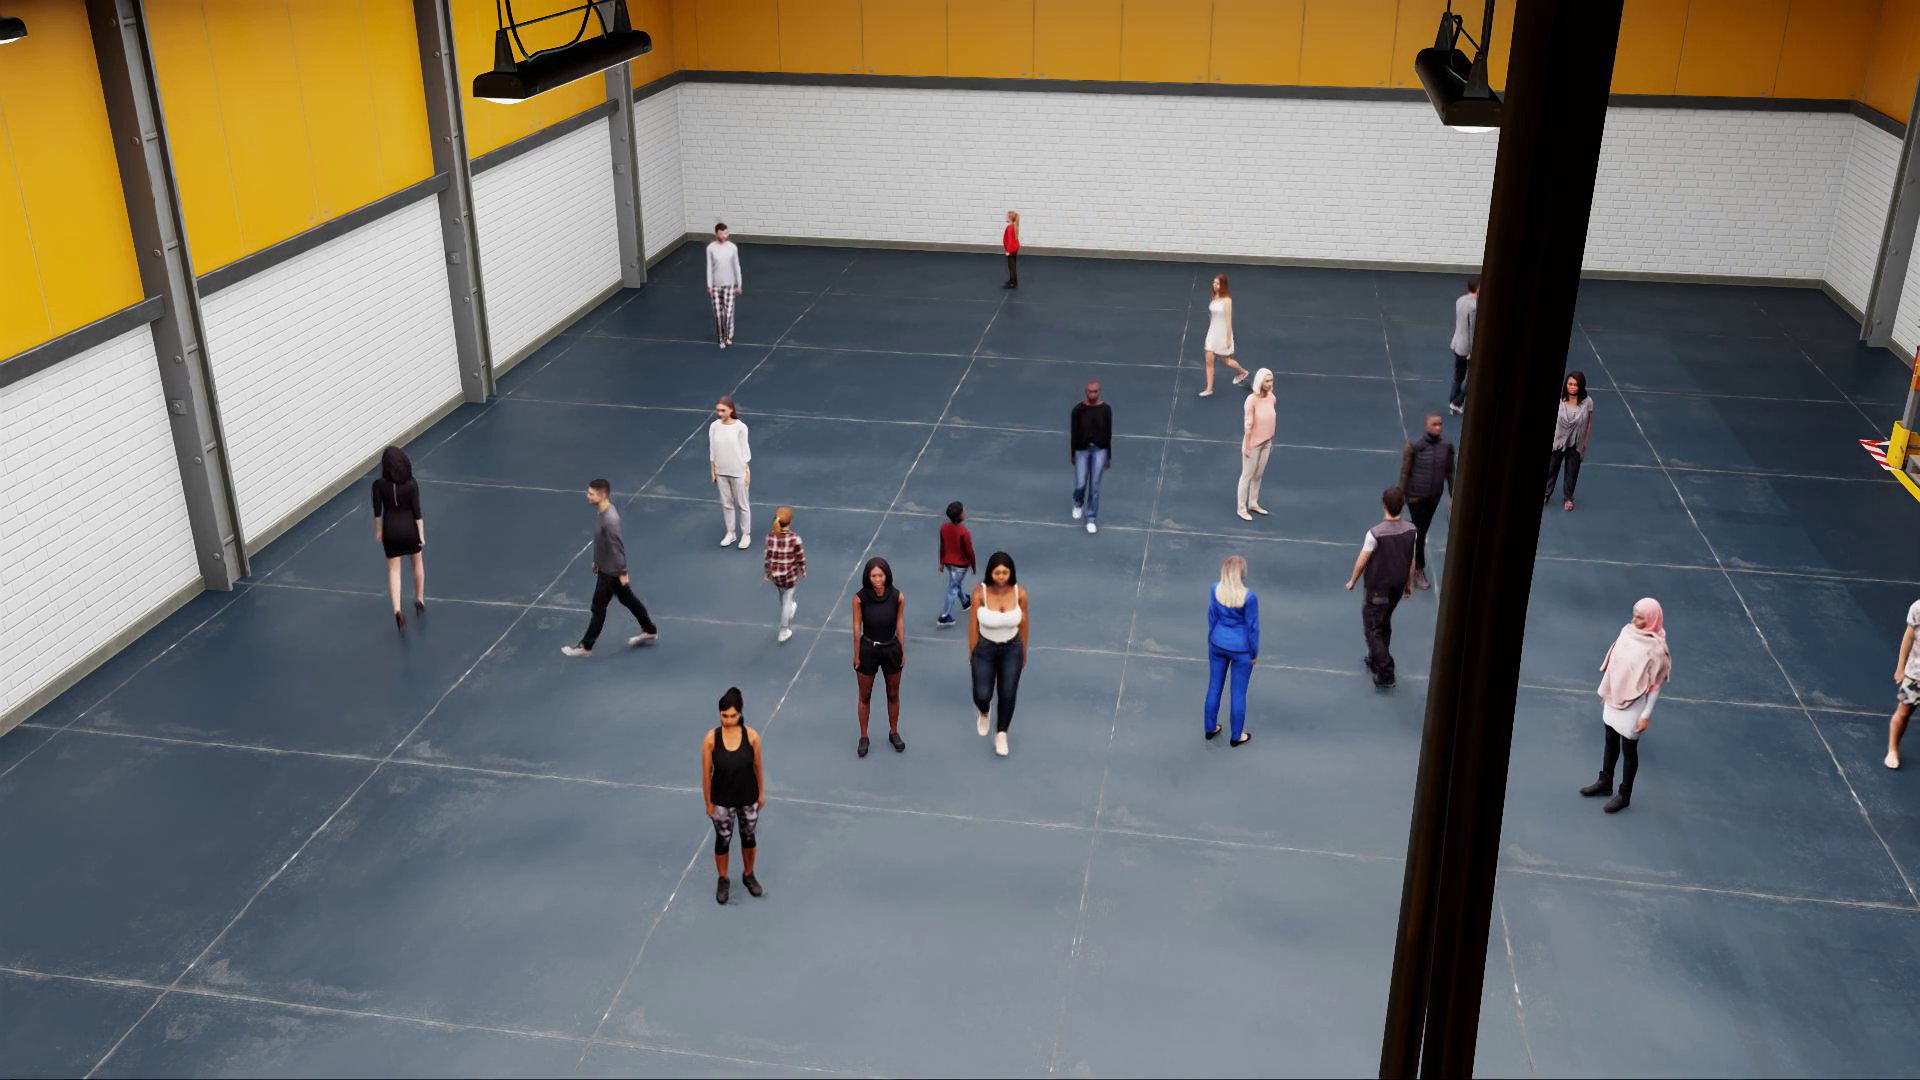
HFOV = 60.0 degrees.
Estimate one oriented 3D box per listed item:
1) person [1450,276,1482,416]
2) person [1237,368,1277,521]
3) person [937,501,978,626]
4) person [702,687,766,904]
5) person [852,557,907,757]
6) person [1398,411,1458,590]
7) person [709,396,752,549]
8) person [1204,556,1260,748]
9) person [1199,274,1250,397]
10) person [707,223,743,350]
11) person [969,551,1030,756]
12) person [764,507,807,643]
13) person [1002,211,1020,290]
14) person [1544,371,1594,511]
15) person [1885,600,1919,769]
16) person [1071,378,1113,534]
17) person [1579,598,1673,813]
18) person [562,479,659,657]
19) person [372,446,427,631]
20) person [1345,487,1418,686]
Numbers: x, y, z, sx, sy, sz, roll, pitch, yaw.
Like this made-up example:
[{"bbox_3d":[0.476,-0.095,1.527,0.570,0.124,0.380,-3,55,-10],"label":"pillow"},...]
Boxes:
[{"bbox_3d":[6.478,-2.485,21.493,0.871,1.860,0.764,-6,24,-14],"label":"person"},{"bbox_3d":[3.302,-1.087,18.463,0.663,1.725,0.732,-17,29,-34],"label":"person"},{"bbox_3d":[-0.073,0.244,16.037,0.785,1.229,0.947,19,30,37],"label":"person"},{"bbox_3d":[-1.613,1.814,11.901,0.660,1.665,0.658,-7,25,-17],"label":"person"},{"bbox_3d":[-0.669,0.953,13.776,0.663,1.741,0.649,-6,24,-12],"label":"person"},{"bbox_3d":[4.695,-0.471,16.948,0.938,1.809,1.085,-6,24,-13],"label":"person"},{"bbox_3d":[-2.427,-0.742,17.720,0.599,1.688,0.548,5,24,11],"label":"person"},{"bbox_3d":[2.265,0.920,13.903,0.698,1.699,0.699,17,29,34],"label":"person"},{"bbox_3d":[3.558,-2.753,22.329,1.043,1.681,1.001,-12,27,-26],"label":"person"},{"bbox_3d":[-3.503,-3.773,24.477,0.840,1.829,0.941,-7,25,-16],"label":"person"},{"bbox_3d":[0.299,0.897,13.828,0.746,1.801,0.820,-2,24,-4],"label":"person"},{"bbox_3d":[-1.683,0.346,15.758,0.567,1.266,0.917,6,24,13],"label":"person"},{"bbox_3d":[0.851,-4.817,27.550,0.566,1.281,0.435,6,24,13],"label":"person"},{"bbox_3d":[6.844,-1.144,18.737,0.697,1.609,0.726,10,26,22],"label":"person"},{"bbox_3d":[7.901,1.031,13.515,0.726,1.807,0.645,9,25,20],"label":"person"},{"bbox_3d":[1.425,-0.964,18.166,0.692,1.737,0.811,-2,24,-4],"label":"person"},{"bbox_3d":[5.217,1.268,12.975,0.795,1.804,0.700,-9,25,-19],"label":"person"},{"bbox_3d":[-3.147,0.259,15.399,1.105,1.712,1.179,-9,25,-20],"label":"person"},{"bbox_3d":[-5.351,0.016,15.864,0.819,1.785,1.044,-4,24,-10],"label":"person"},{"bbox_3d":[3.823,0.449,14.817,0.907,1.831,1.003,-8,25,-17],"label":"person"}]
